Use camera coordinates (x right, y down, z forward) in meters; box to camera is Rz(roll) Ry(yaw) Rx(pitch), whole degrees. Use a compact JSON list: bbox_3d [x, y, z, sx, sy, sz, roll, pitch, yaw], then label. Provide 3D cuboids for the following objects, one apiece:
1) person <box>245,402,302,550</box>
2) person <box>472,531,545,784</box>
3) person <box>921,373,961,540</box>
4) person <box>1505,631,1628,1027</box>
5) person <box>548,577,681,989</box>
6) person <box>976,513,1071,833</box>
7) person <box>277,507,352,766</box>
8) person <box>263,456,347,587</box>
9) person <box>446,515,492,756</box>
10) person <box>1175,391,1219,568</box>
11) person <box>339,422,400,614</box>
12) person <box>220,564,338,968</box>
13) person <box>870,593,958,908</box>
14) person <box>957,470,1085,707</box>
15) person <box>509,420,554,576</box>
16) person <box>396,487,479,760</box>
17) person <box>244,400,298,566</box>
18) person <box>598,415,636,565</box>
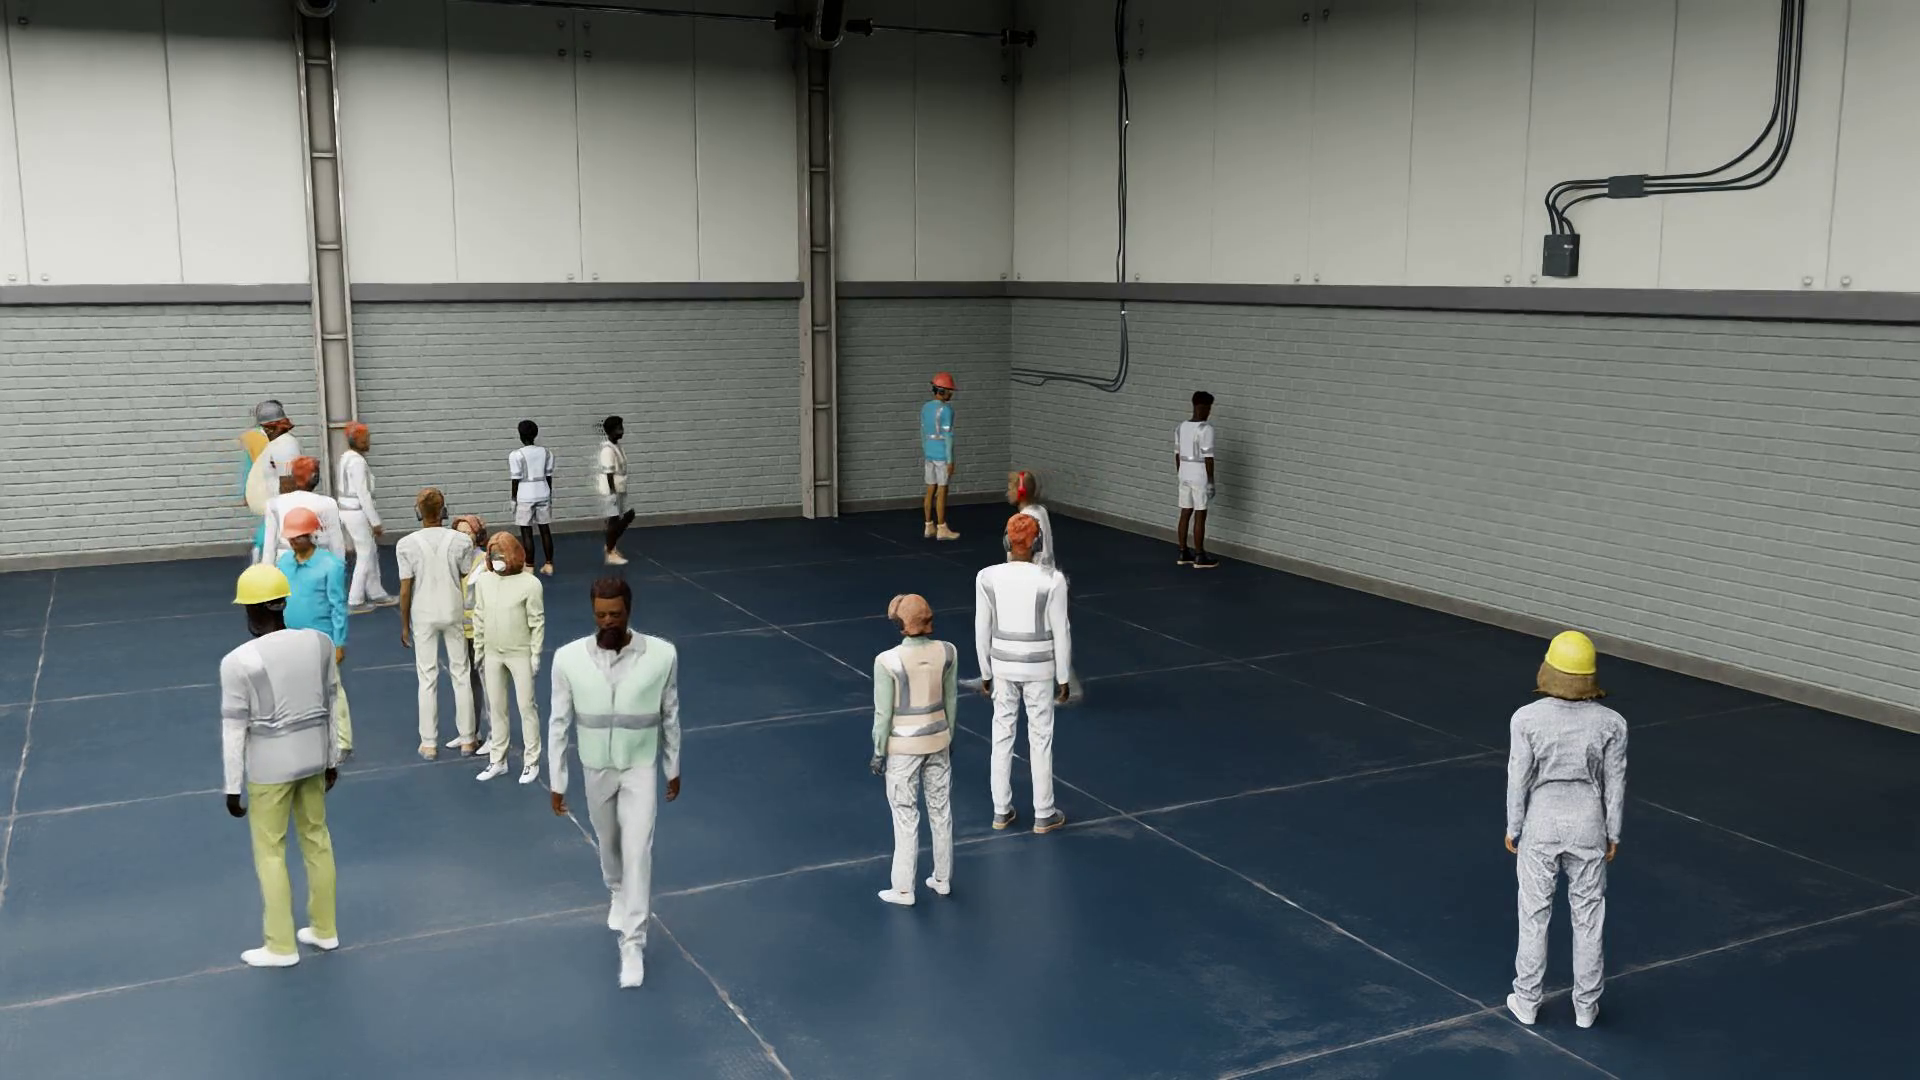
[{"bbox_3d":[-6.593,-0.327,16.040,0.535,2.000,0.674,-4,10,-22],"label":"person"},{"bbox_3d":[-2.896,0.749,10.669,0.497,1.632,0.289,3,10,15],"label":"person"},{"bbox_3d":[-0.235,-1.020,20.332,0.404,2.035,0.609,-6,11,-32],"label":"person"},{"bbox_3d":[2.619,1.251,7.227,0.492,1.746,0.284,2,9,11],"label":"person"},{"bbox_3d":[-1.648,1.073,7.978,0.608,1.870,1.008,-1,9,-6],"label":"person"},{"bbox_3d":[0.374,0.776,9.726,0.574,1.886,0.356,3,10,20],"label":"person"},{"bbox_3d":[-4.303,0.637,11.029,0.573,1.743,0.372,4,10,25],"label":"person"},{"bbox_3d":[-5.083,0.256,13.048,0.577,1.837,0.977,1,9,8],"label":"person"},{"bbox_3d":[-3.310,0.636,11.330,0.523,1.643,0.306,7,11,35],"label":"person"},{"bbox_3d":[2.632,-0.677,18.449,0.396,1.959,0.608,-5,11,-29],"label":"person"},{"bbox_3d":[-5.693,-0.203,15.940,0.483,1.871,0.599,-4,10,-23],"label":"person"},{"bbox_3d":[-3.218,1.062,7.888,0.409,1.916,0.588,6,11,34],"label":"person"},{"bbox_3d":[-0.229,1.081,8.600,0.513,1.640,0.309,-6,11,-35],"label":"person"},{"bbox_3d":[0.486,0.371,12.520,1.028,1.789,0.582,2,10,14],"label":"person"},{"bbox_3d":[-4.576,-0.436,17.767,0.317,1.696,0.540,8,12,41],"label":"person"},{"bbox_3d":[-3.505,0.561,11.196,0.504,1.840,0.345,-3,10,-20],"label":"person"},{"bbox_3d":[-7.390,-0.557,17.901,0.606,1.896,0.598,1,9,7],"label":"person"},{"bbox_3d":[-3.826,-0.552,18.519,0.375,1.680,0.555,1,9,3],"label":"person"}]
